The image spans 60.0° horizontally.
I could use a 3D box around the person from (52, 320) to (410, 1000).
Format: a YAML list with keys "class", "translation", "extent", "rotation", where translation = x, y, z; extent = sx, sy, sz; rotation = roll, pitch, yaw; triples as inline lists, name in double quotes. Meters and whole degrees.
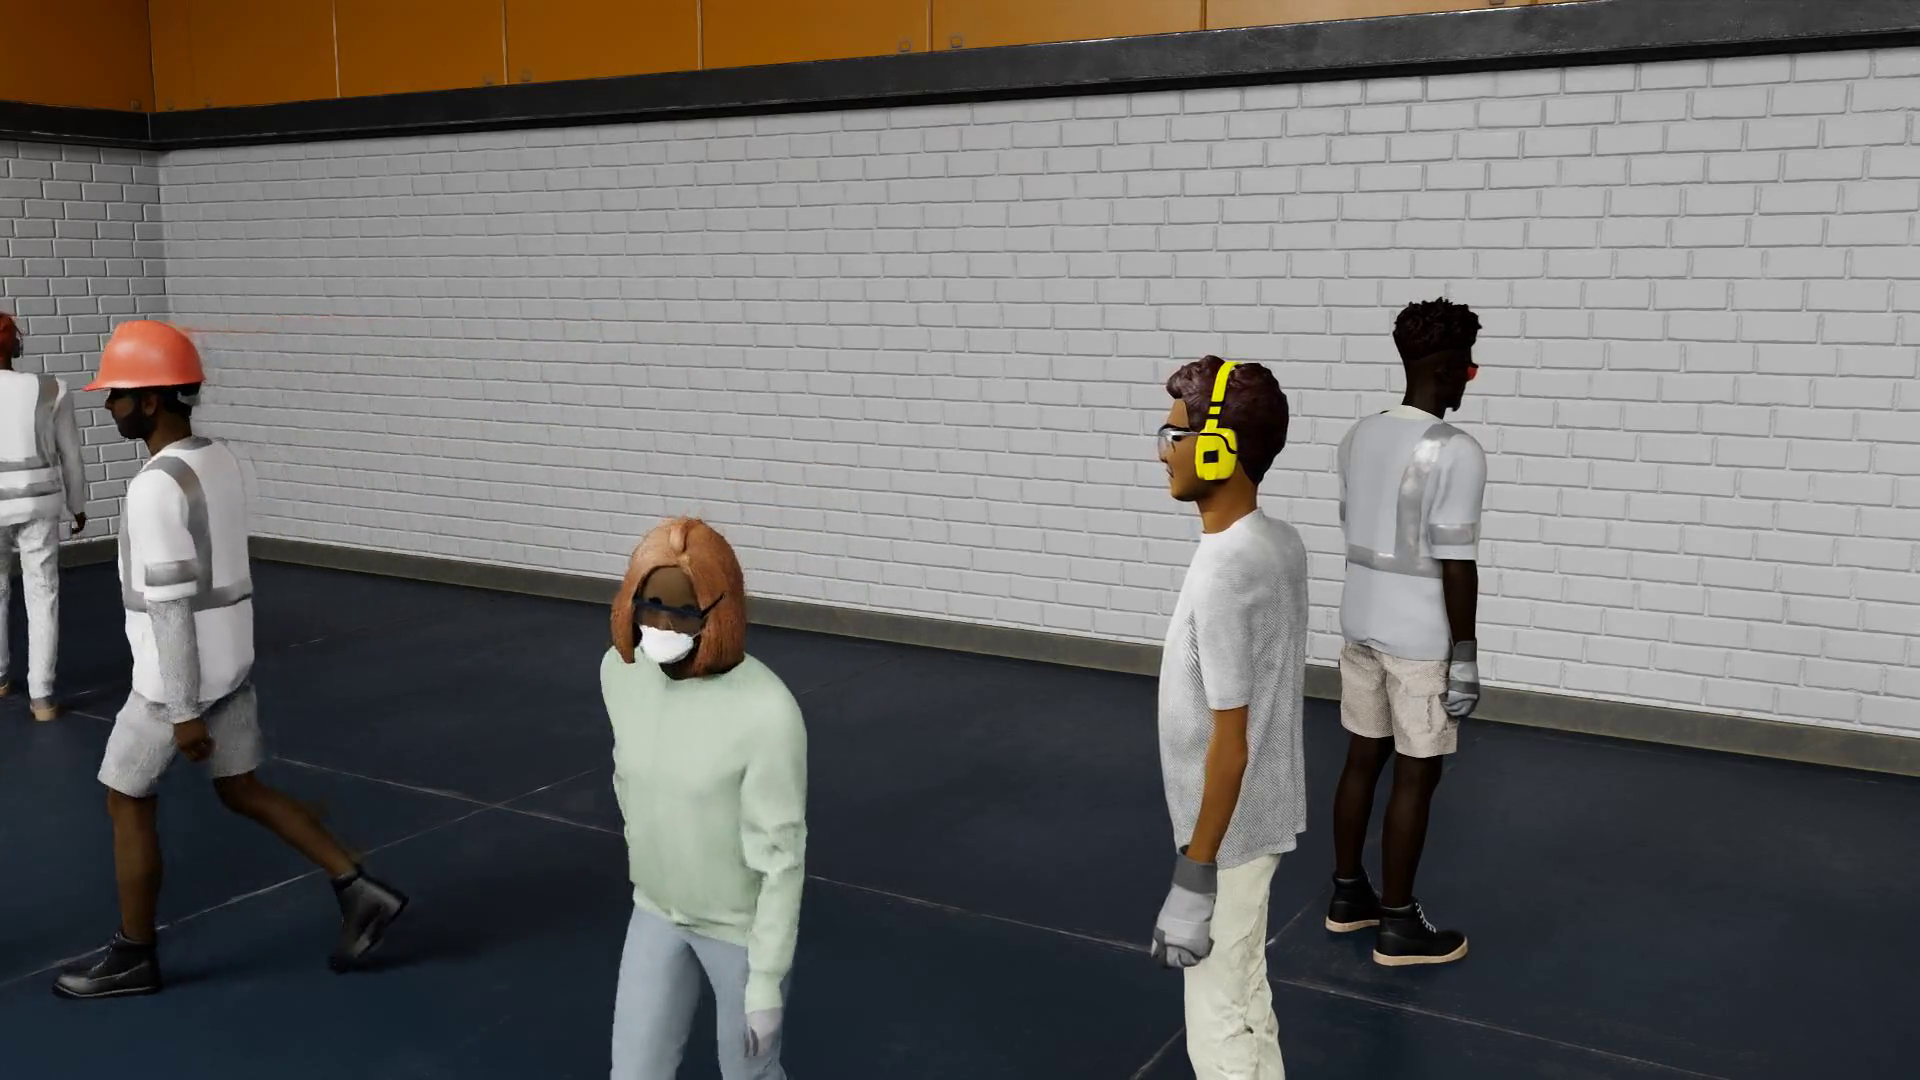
- class: "person"
  translation: [-2.071, 0.344, 4.622]
  extent: [0.898, 1.906, 0.546]
  rotation: [0, 9, 0]

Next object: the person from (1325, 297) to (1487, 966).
- class: "person"
  translation: [1.330, 0.274, 4.915]
  extent: [0.378, 1.949, 0.607]
  rotation: [-3, 10, -20]

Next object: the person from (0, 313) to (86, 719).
- class: "person"
  translation: [-4.405, -0.134, 7.756]
  extent: [0.588, 1.851, 0.899]
  rotation: [-5, 10, -29]

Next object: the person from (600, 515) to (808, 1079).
- class: "person"
  translation: [-0.448, 0.727, 3.123]
  extent: [0.521, 1.592, 0.504]
  rotation: [5, 11, 30]

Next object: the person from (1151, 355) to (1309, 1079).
- class: "person"
  translation: [0.491, 0.585, 3.203]
  extent: [0.329, 1.872, 0.508]
  rotation: [3, 10, 20]
